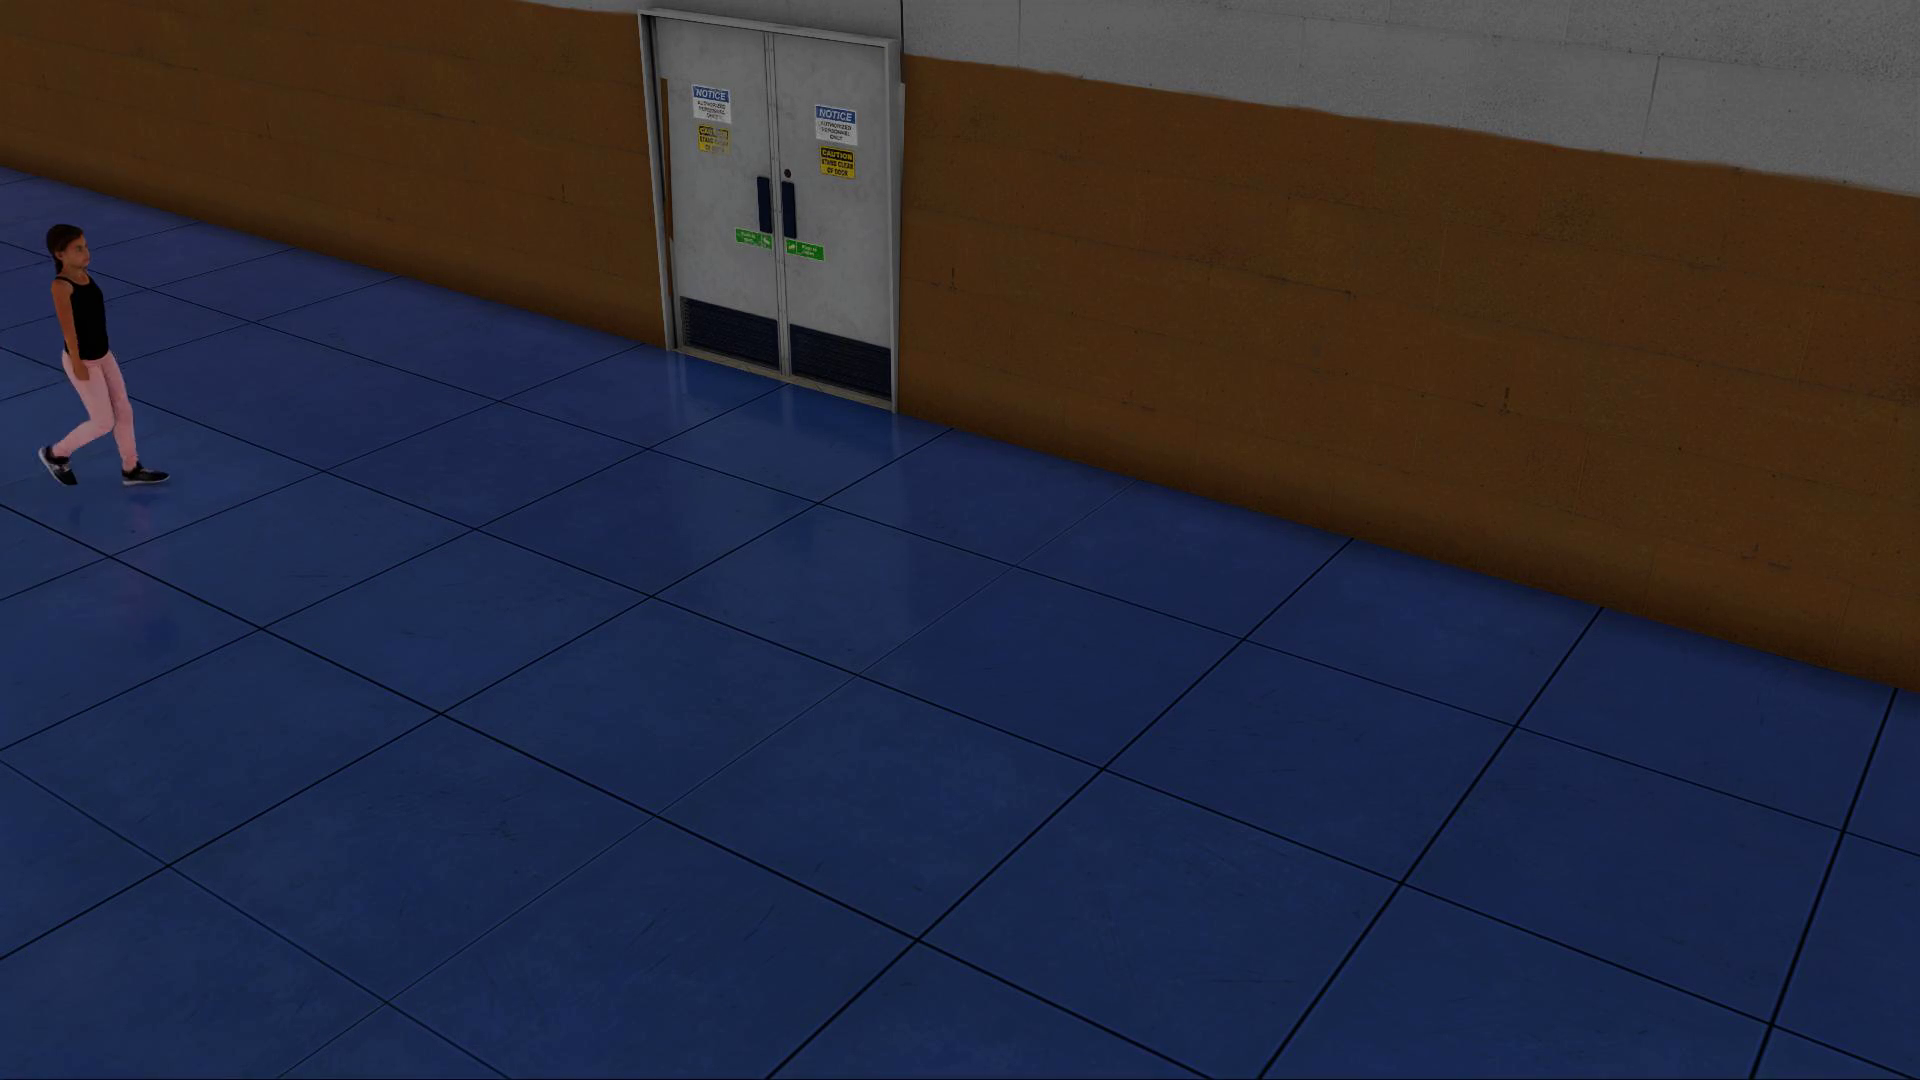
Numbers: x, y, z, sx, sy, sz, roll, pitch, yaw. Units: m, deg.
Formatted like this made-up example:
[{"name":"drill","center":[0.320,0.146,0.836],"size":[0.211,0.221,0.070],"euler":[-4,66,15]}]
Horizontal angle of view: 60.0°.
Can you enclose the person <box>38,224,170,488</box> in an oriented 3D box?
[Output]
[{"name":"person","center":[-4.906,-0.995,9.256],"size":[0.875,1.550,0.872],"euler":[-1,27,-2]}]
